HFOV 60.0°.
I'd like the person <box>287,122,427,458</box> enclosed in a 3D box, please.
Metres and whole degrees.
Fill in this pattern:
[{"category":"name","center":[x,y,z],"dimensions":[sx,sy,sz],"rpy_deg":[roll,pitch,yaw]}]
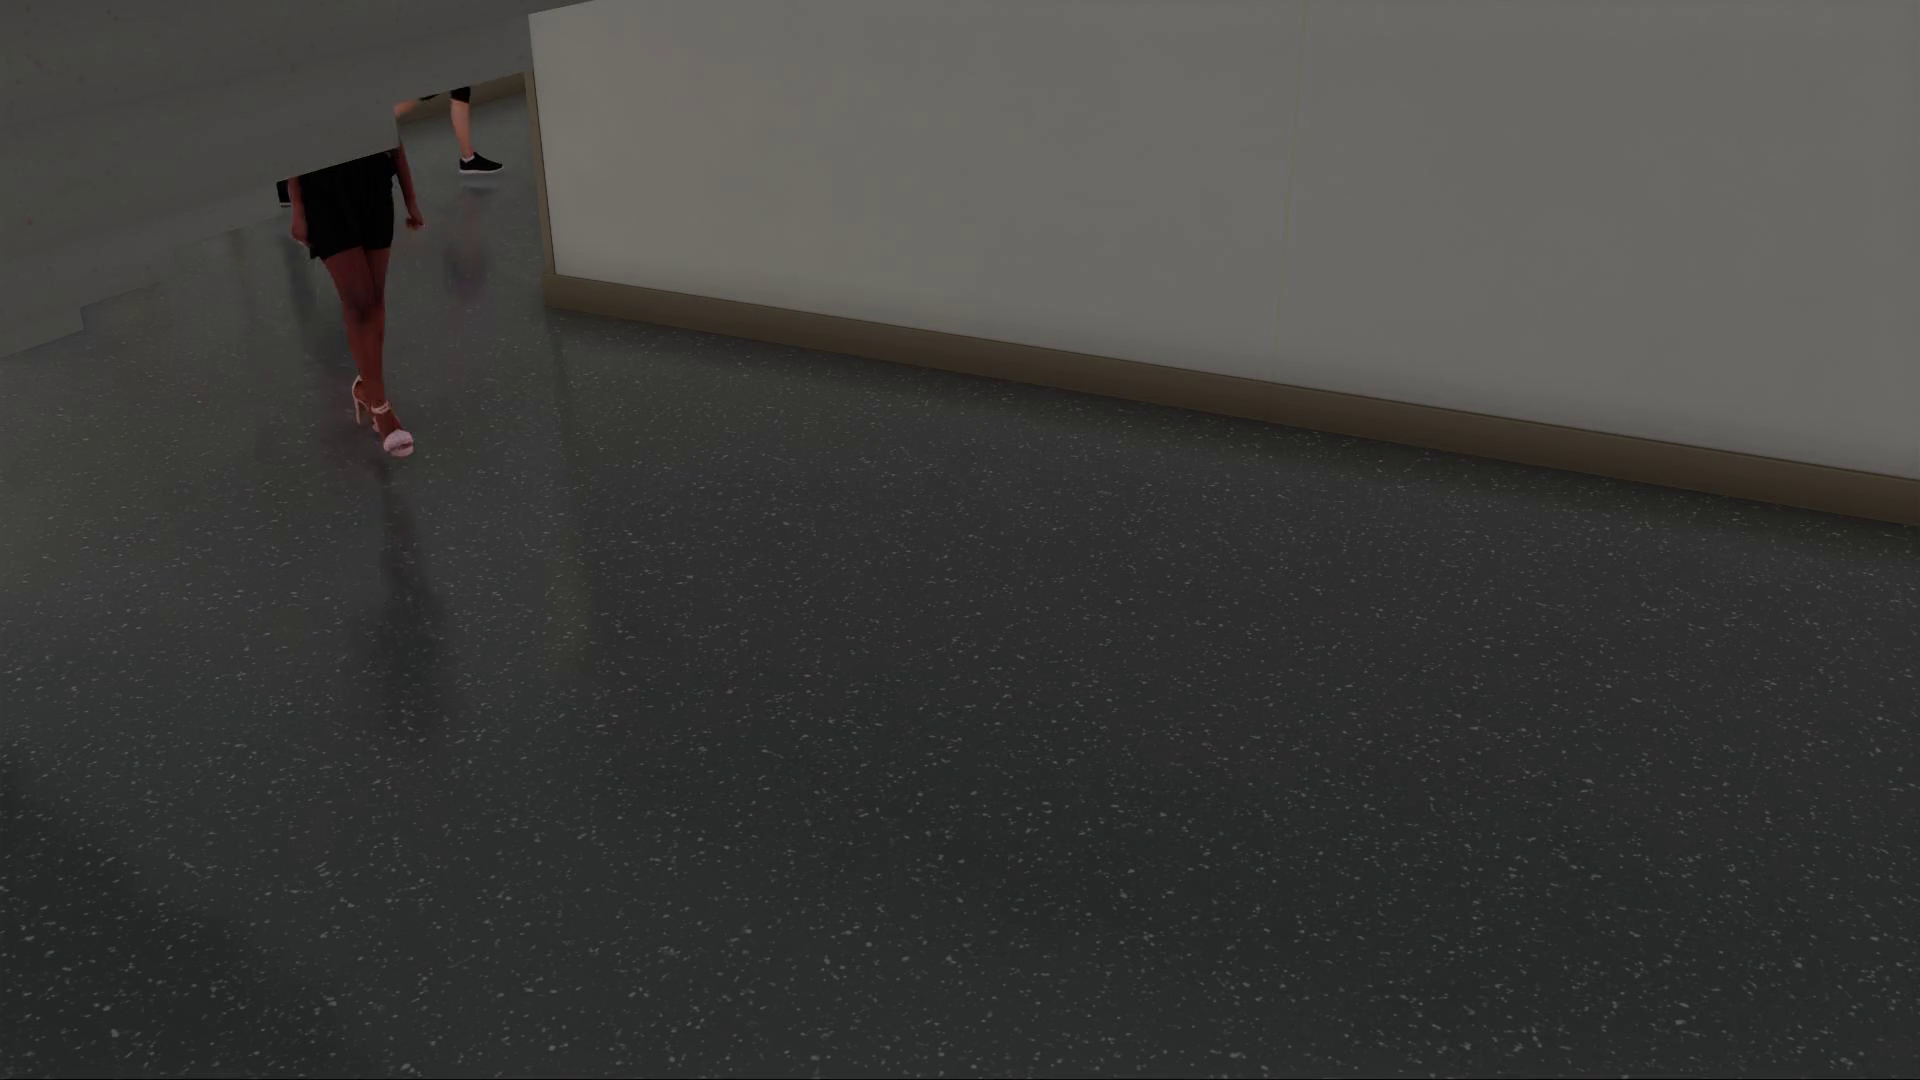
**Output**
[{"category":"person","center":[-2.267,-1.216,6.064],"dimensions":[0.849,1.773,0.712],"rpy_deg":[22,33,37]}]
